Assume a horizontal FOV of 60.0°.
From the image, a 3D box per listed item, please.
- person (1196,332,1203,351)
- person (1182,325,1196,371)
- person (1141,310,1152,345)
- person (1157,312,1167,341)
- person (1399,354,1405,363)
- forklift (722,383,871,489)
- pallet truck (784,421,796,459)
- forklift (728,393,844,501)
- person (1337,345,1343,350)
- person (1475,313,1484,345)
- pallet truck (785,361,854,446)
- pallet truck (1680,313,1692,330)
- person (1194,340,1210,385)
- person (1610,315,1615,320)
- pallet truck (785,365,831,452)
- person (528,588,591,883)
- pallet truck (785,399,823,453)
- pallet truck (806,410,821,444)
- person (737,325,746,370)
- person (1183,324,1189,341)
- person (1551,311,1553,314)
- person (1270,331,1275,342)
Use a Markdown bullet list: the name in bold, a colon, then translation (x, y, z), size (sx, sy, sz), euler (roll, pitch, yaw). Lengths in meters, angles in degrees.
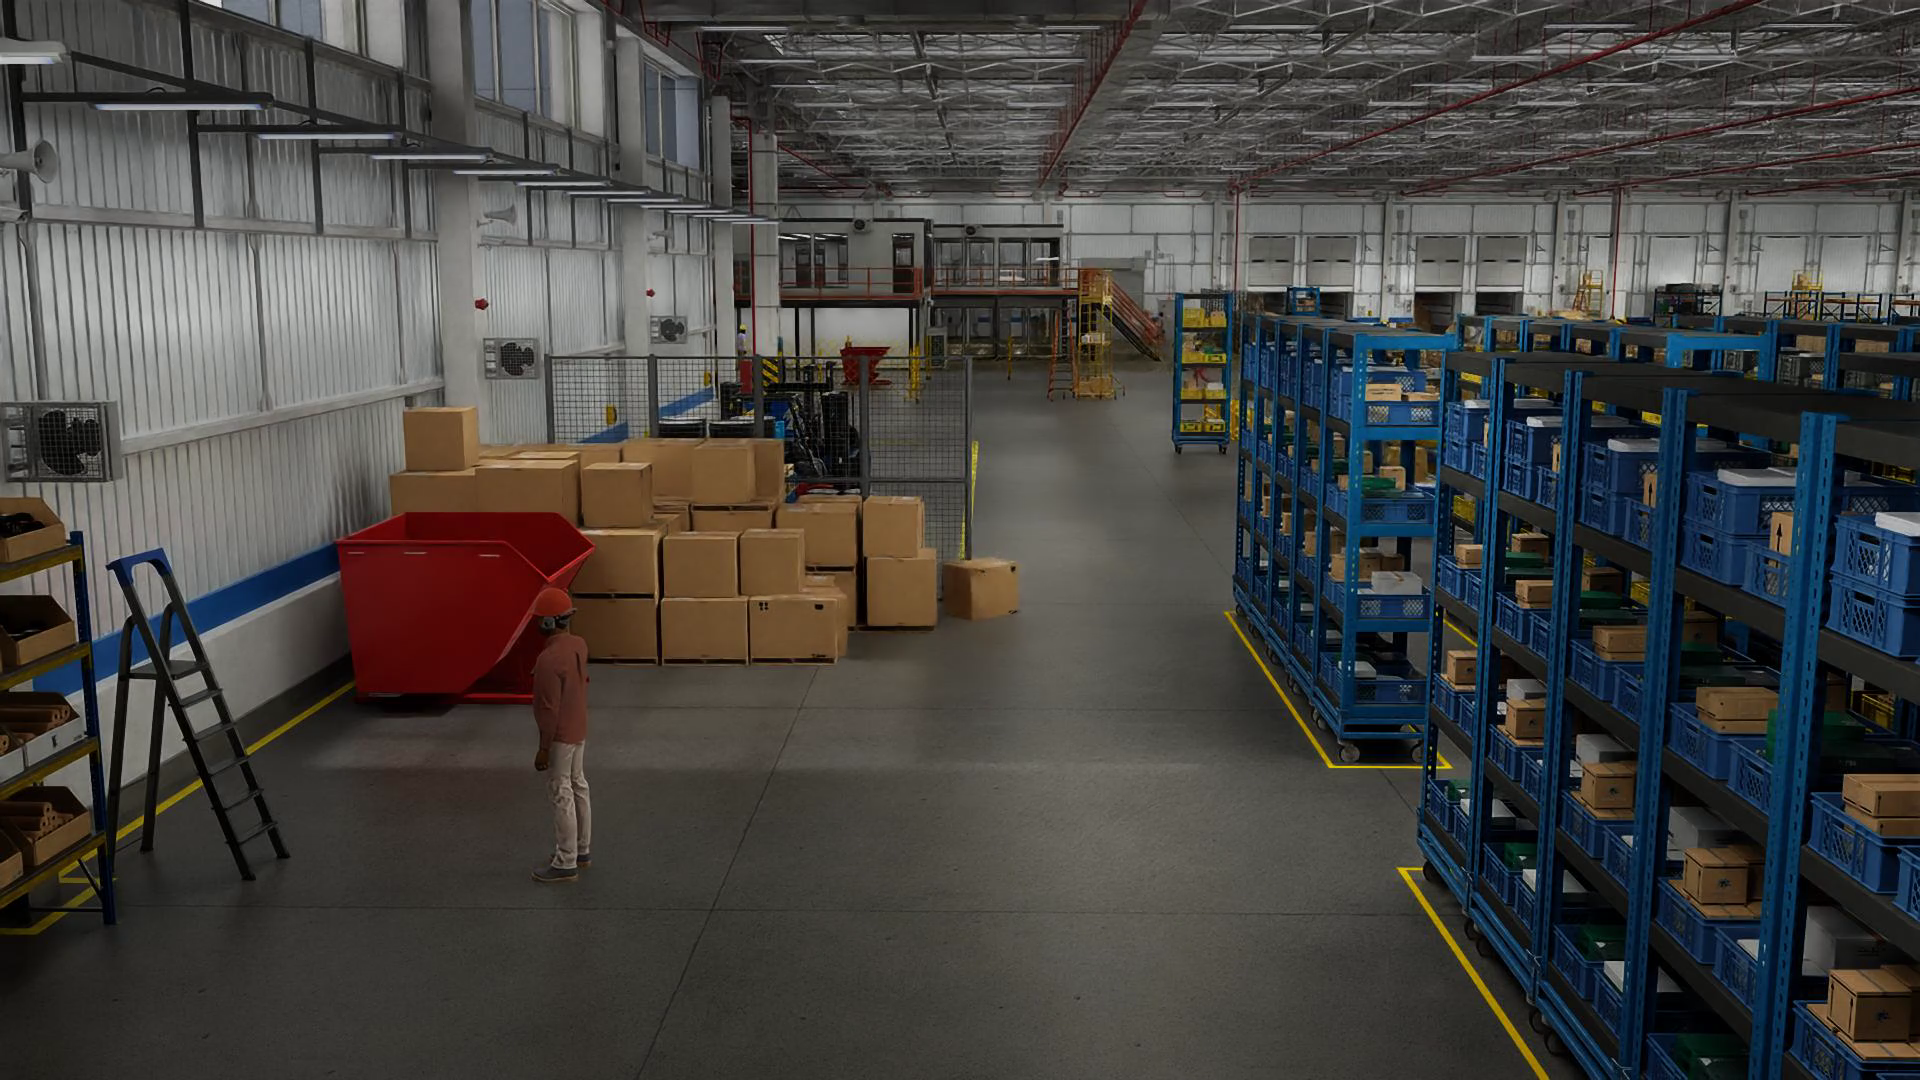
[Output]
- **person**: translation (12.339, -10.672, 85.322), size (0.374, 1.930, 0.542), euler (5, 11, 29)
- **person**: translation (9.488, -7.839, 67.985), size (0.983, 1.882, 0.573), euler (-2, 9, -13)
- **person**: translation (10.193, -11.607, 91.100), size (0.602, 1.931, 0.988), euler (7, 11, 36)
- **person**: translation (11.802, -12.478, 97.244), size (0.748, 1.660, 0.545), euler (-6, 11, -32)
- **person**: translation (11.963, -4.103, 44.969), size (0.513, 1.875, 0.325), euler (-5, 10, -27)
- **forklift**: translation (-2.893, -1.687, 28.729), size (2.680, 1.987, 1.157), euler (0, 9, -1)
- **pallet truck**: translation (-4.013, -1.793, 32.705), size (1.601, 1.201, 0.680), euler (0, 9, 1)
- **forklift**: translation (-2.979, -1.316, 26.476), size (2.680, 1.987, 1.157), euler (0, 9, 1)
- **person**: translation (15.027, -7.371, 64.618), size (0.805, 2.000, 0.681), euler (4, 10, 22)
- **person**: translation (27.981, -11.294, 89.459), size (0.442, 1.832, 0.660), euler (4, 10, 21)
- **pallet truck**: translation (-3.410, -3.193, 38.978), size (1.885, 1.965, 0.823), euler (0, 9, -1)
- **pallet truck**: translation (36.315, -10.531, 84.244), size (0.823, 1.965, 1.885), euler (-6, 11, -33)
- **person**: translation (8.271, -5.995, 57.060), size (0.779, 1.742, 0.527), euler (2, 9, 13)
- **person**: translation (32.512, -10.259, 82.950), size (0.327, 1.874, 0.520), euler (8, 12, 41)
- **pallet truck**: translation (-3.774, -2.976, 37.635), size (1.885, 1.965, 0.823), euler (1, 9, 5)
- **person**: translation (-2.702, 1.307, 11.226), size (0.382, 1.995, 0.612), euler (1, 9, 9)
- **pallet truck**: translation (-3.814, -2.432, 36.419), size (1.630, 1.274, 0.653), euler (0, 9, 1)
- **pallet truck**: translation (-3.559, -2.018, 33.905), size (1.522, 1.261, 0.704), euler (0, 9, -1)
- **person**: translation (-8.718, -7.649, 66.685), size (0.375, 1.924, 0.585), euler (-5, 11, -30)
- **person**: translation (13.218, -12.568, 97.135), size (0.458, 1.882, 0.675), euler (-4, 10, -22)
- **person**: translation (31.880, -11.334, 89.291), size (0.924, 1.952, 0.625), euler (5, 11, 29)
- **person**: translation (13.932, -8.722, 73.098), size (1.067, 1.985, 0.632), euler (-3, 10, -16)
